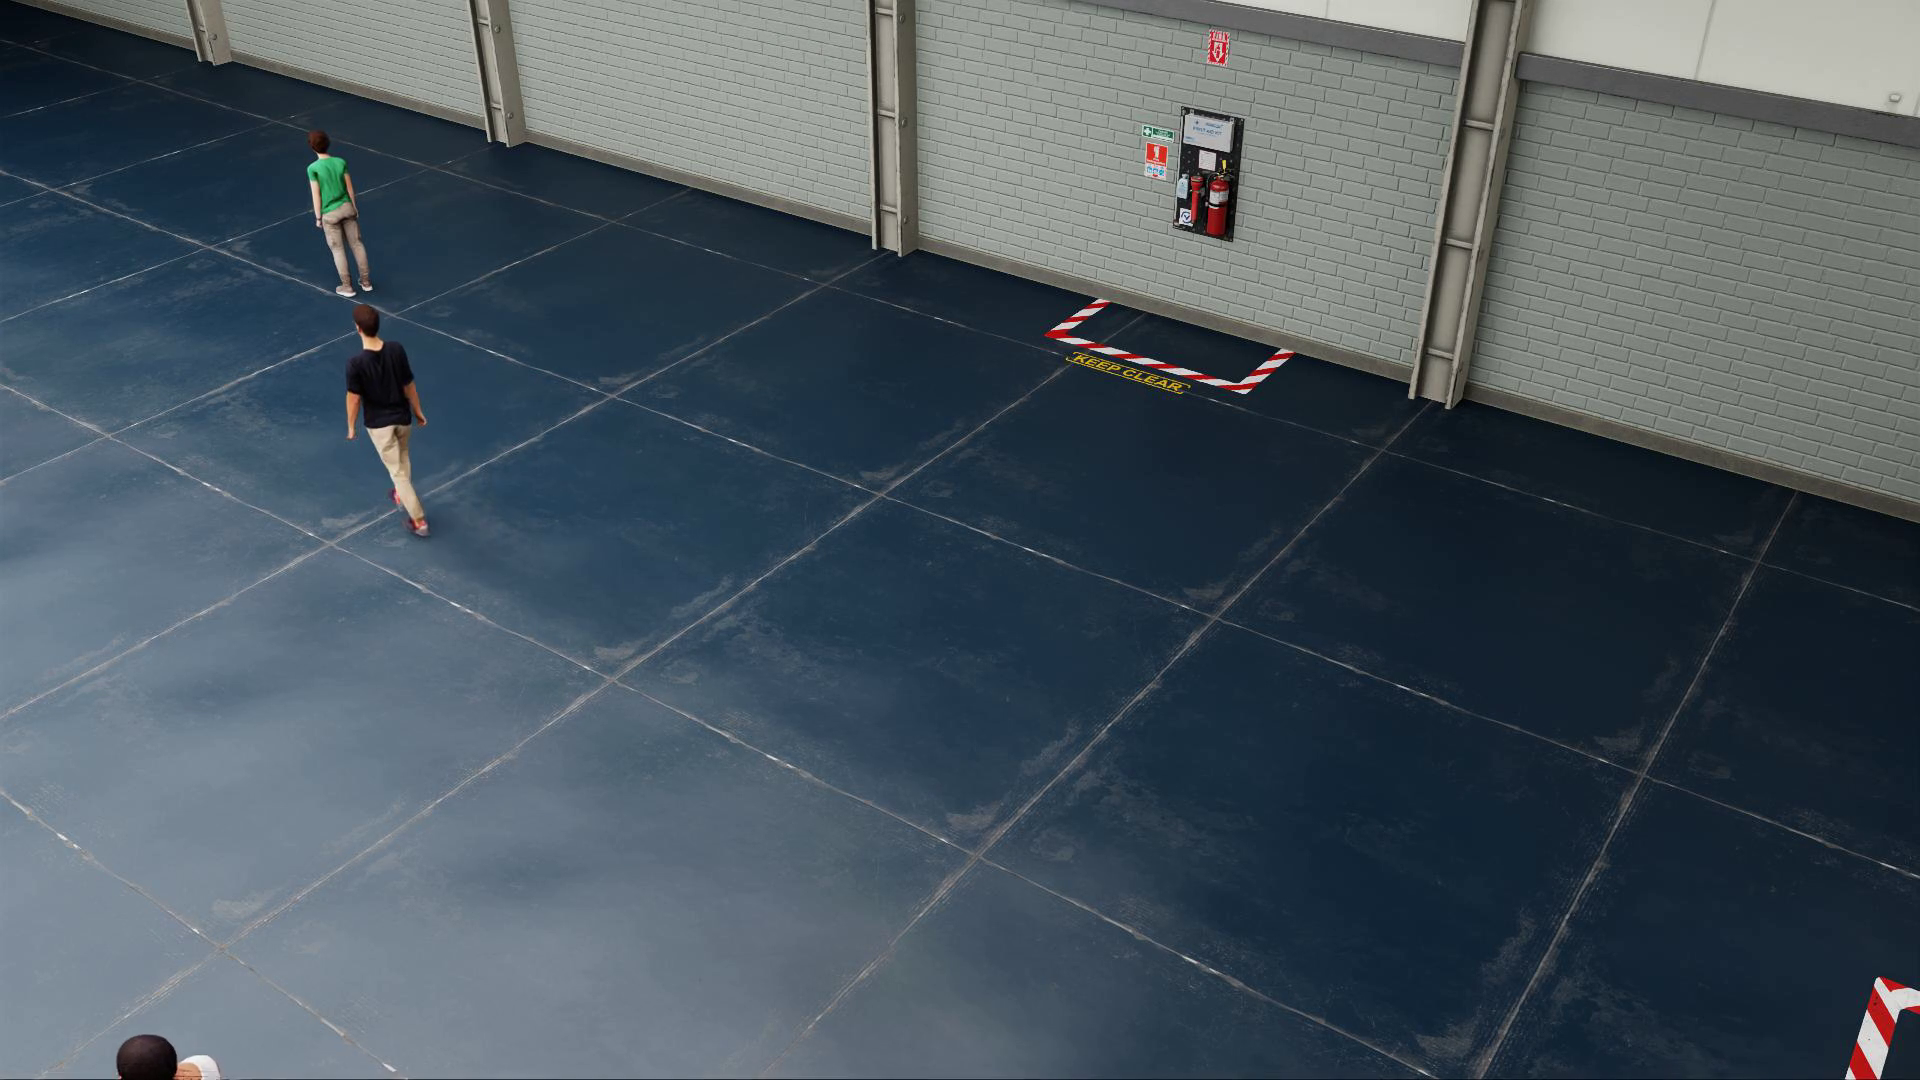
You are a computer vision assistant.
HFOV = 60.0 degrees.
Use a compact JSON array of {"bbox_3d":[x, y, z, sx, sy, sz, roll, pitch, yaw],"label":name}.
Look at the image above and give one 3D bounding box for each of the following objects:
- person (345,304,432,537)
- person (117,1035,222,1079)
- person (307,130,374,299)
[{"bbox_3d":[-4.190,-0.844,12.376,0.952,1.834,0.731,25,40,33],"label":"person"},{"bbox_3d":[-3.126,2.707,6.914,1.187,1.656,1.028,0,32,0],"label":"person"},{"bbox_3d":[-6.084,-3.198,16.279,0.628,1.651,0.601,-26,41,-35],"label":"person"}]
